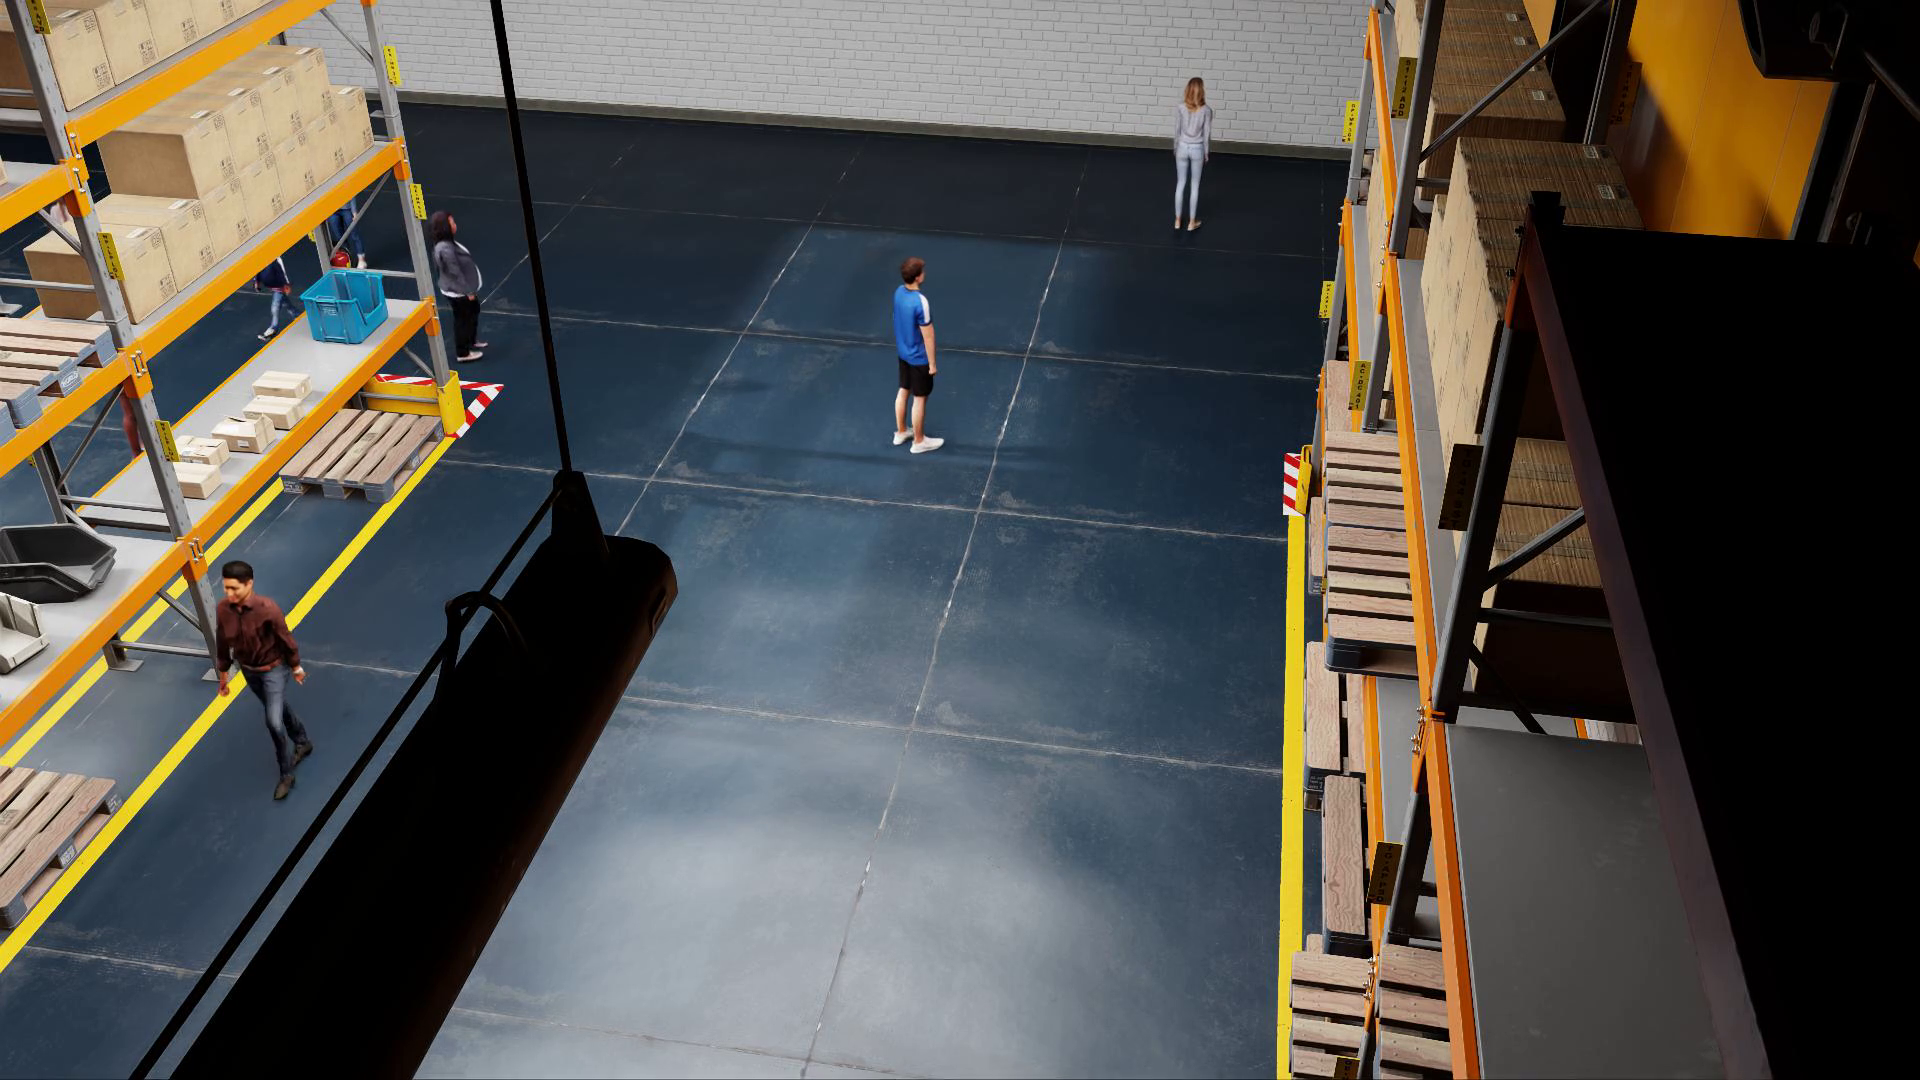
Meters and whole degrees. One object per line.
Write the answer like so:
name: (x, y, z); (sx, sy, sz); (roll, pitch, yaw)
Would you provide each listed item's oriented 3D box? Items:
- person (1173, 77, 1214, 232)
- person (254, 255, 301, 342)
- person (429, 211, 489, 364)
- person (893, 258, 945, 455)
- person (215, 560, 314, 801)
person: (2.677, -4.489, 19.310); (0.629, 1.795, 0.567); (13, 36, 19)
person: (-7.000, -2.663, 17.108); (0.729, 1.192, 0.892); (20, 38, 27)
person: (-5.051, -2.485, 16.485); (0.855, 1.585, 0.776); (-15, 36, -21)
person: (-0.421, -1.685, 15.029); (0.802, 1.865, 0.756); (-24, 41, -32)
person: (-4.695, 0.836, 11.333); (0.684, 1.758, 0.845); (9, 35, 13)
